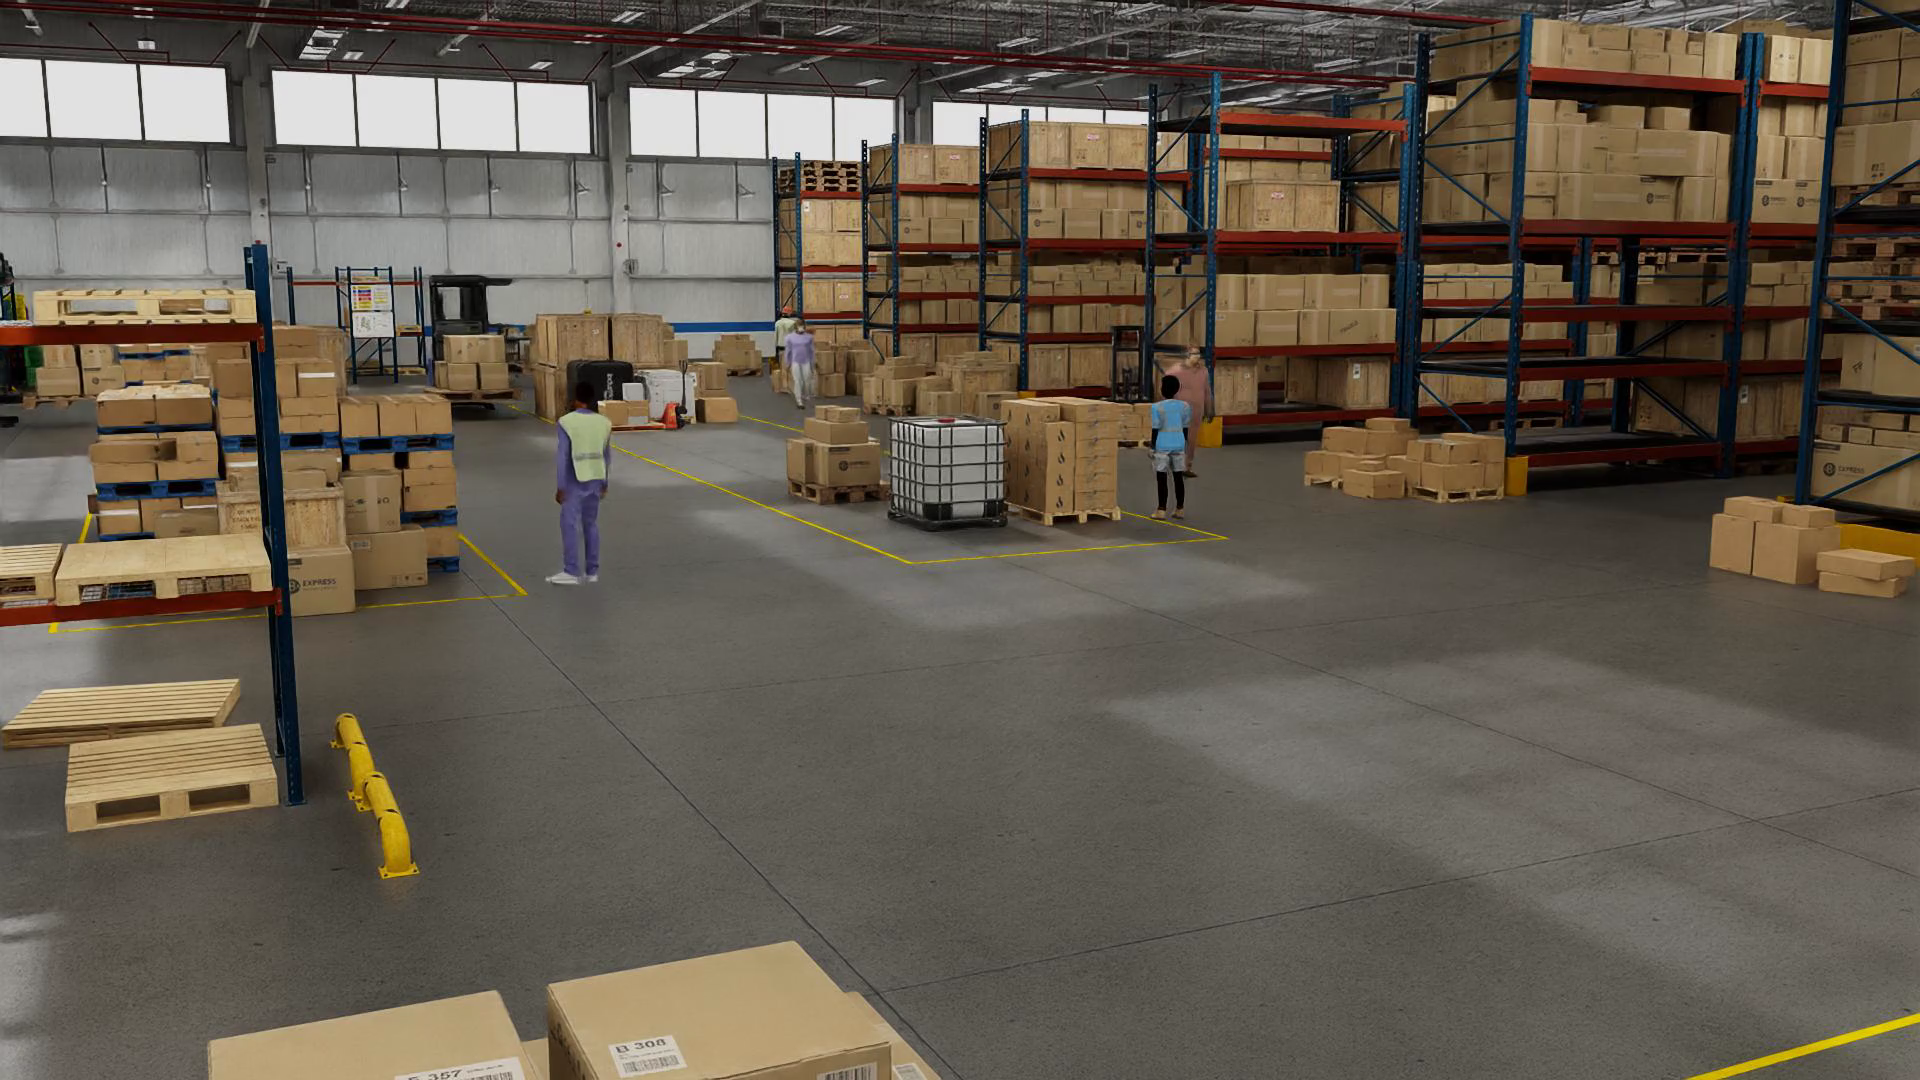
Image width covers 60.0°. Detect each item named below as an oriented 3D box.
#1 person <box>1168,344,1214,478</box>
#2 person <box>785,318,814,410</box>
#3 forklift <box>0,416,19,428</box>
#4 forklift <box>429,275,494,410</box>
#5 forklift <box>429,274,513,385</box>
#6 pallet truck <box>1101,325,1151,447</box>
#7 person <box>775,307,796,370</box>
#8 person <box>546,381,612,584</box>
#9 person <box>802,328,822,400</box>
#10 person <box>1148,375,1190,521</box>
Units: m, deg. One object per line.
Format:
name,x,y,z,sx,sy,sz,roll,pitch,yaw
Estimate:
person,3.262,-1.799,23.304,0.687,1.885,0.575,-4,10,-26
person,-3.374,-3.701,35.010,0.632,1.924,0.499,-3,10,-18
forklift,-18.489,-3.448,30.482,1.873,2.768,1.129,-4,10,-25
forklift,-10.521,-4.149,34.826,1.129,2.768,1.873,-4,10,-22
forklift,-12.386,-5.291,41.916,1.873,2.768,1.129,-4,10,-25
pallet truck,2.881,-2.596,27.923,0.823,1.965,1.885,-1,9,-7
person,-4.515,-5.071,43.290,0.614,1.992,0.395,3,10,20
person,-3.523,-0.536,15.542,0.408,1.870,0.703,7,11,37
person,-3.339,-3.978,37.674,0.637,1.617,0.513,-2,9,-14
person,2.431,-1.069,19.380,0.541,1.696,0.315,-5,10,-26
